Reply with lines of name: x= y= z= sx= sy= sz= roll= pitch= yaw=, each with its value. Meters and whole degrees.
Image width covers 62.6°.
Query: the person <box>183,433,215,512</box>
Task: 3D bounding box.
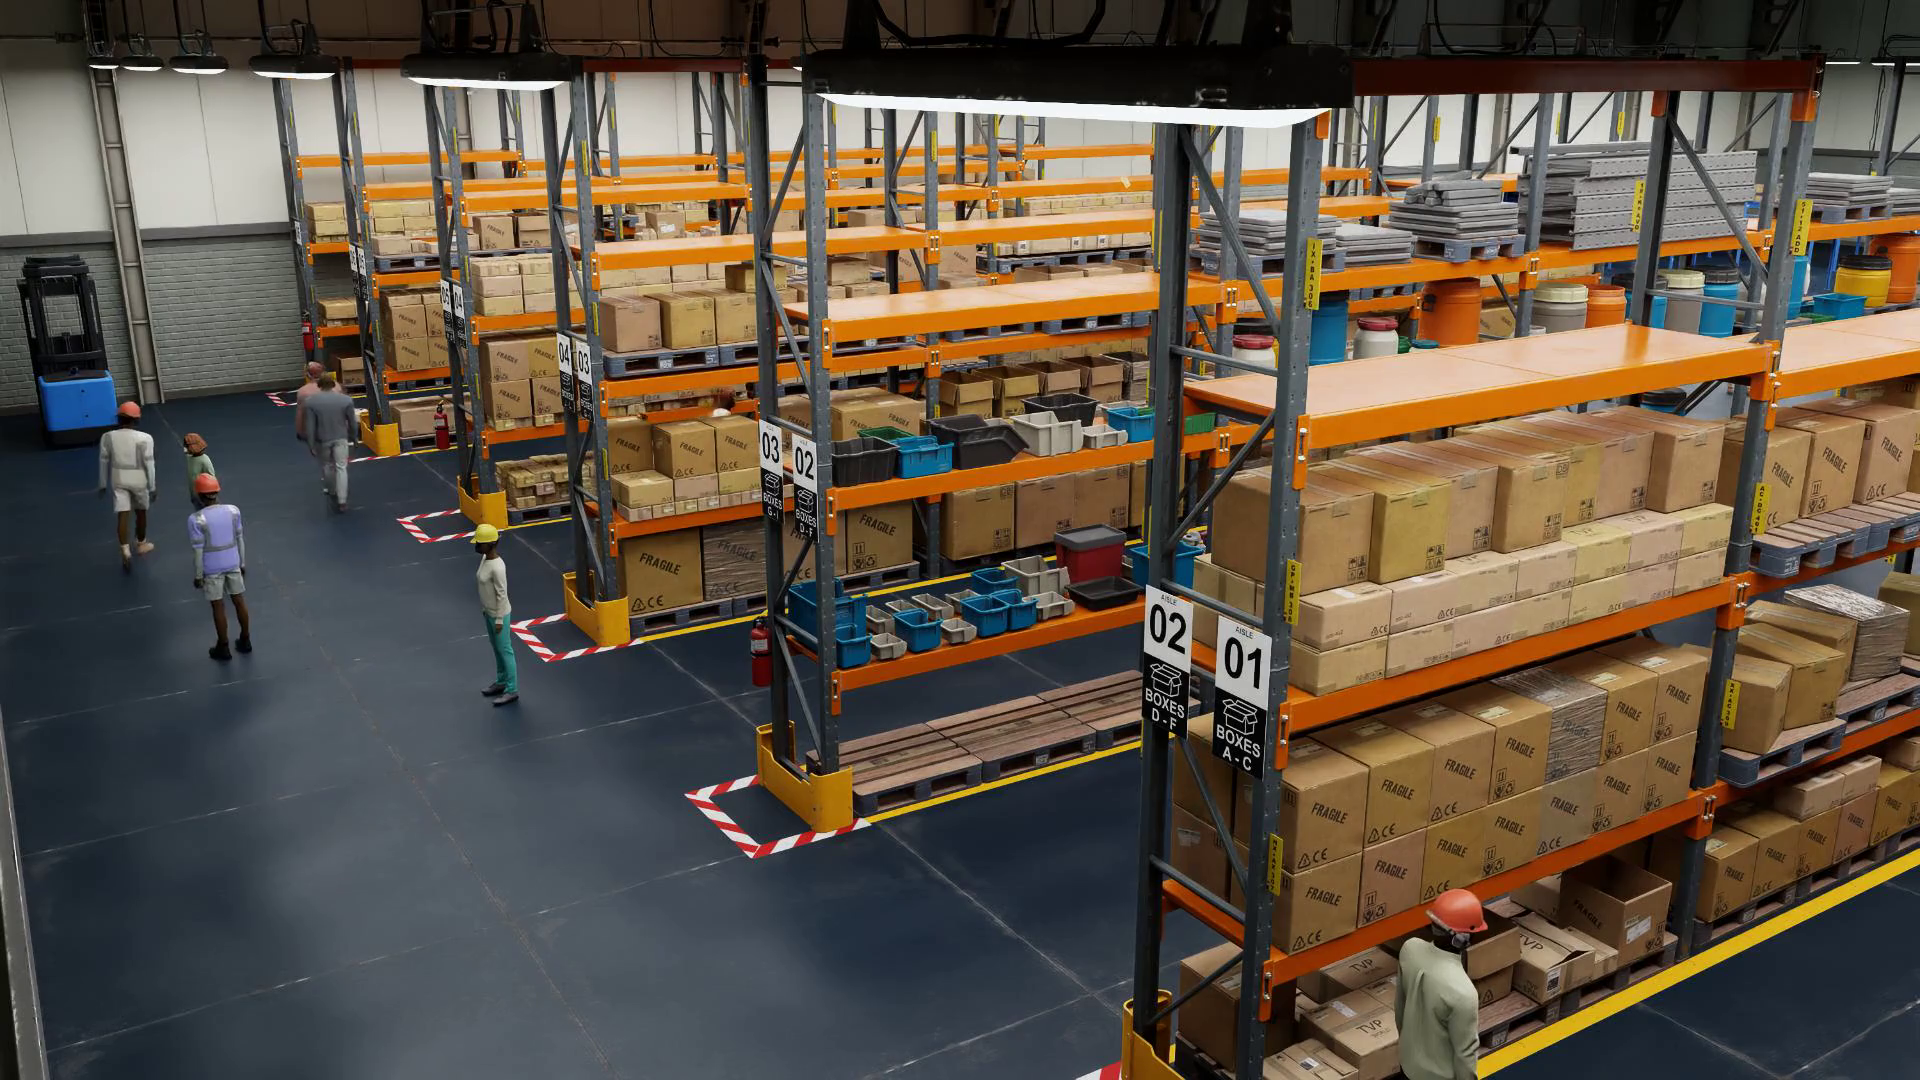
person: x=-9.274 y=-0.513 z=19.325 sx=0.507 sy=1.632 sz=0.267 roll=12 pitch=21 yaw=35

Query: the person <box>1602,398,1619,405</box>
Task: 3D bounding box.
person: x=11.835 y=-3.368 z=28.213 sx=0.580 sy=1.908 sz=0.831 roll=-3 pitch=17 yaw=-8

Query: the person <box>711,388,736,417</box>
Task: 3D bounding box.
person: x=-2.982 y=-1.106 z=20.917 sx=0.896 sy=1.845 sz=0.591 roll=-10 pitch=20 yaw=-30

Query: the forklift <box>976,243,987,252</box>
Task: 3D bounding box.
forklift: x=0.988 y=-5.474 z=34.718 sx=1.214 sy=2.155 sz=2.313 roll=-10 pitch=20 yaw=-31

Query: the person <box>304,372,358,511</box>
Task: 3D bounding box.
person: x=-8.642 y=-1.387 z=21.773 sx=0.654 sy=1.880 sz=1.037 roll=-7 pitch=18 yaw=-22

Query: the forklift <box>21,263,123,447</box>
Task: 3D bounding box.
forklift: x=-14.518 y=-3.079 z=25.708 sx=1.129 sy=2.768 sz=1.873 roll=-10 pitch=20 yaw=-31

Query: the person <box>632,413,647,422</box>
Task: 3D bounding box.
person: x=-3.889 y=-0.642 z=19.381 sx=0.598 sy=1.849 sz=0.525 roll=-9 pitch=19 yaw=-27

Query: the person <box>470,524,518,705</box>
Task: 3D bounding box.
person: x=-4.472 y=0.696 z=15.138 sx=0.309 sy=1.769 sz=0.525 roll=-10 pitch=20 yaw=-31

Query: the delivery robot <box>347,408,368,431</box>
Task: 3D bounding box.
delivery robot: x=-10.056 y=-1.996 z=25.917 sx=0.477 sy=0.478 sz=0.707 roll=12 pitch=20 yaw=34

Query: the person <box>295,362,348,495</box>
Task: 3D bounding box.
person: x=-9.155 y=-1.615 z=22.528 sx=0.885 sy=1.870 sz=0.674 roll=15 pitch=23 yaw=41

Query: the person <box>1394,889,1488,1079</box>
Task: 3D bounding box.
person: x=2.469 y=2.713 z=8.146 sx=0.389 sy=1.990 sz=0.610 roll=-6 pitch=18 yaw=-18

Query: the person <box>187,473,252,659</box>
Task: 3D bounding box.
person: x=-7.660 y=0.261 z=16.292 sx=0.394 sy=1.932 sz=0.562 roll=13 pitch=21 yaw=36

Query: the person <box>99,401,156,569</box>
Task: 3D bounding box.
person: x=-10.183 y=-0.681 z=19.292 sx=0.686 sy=1.992 sz=1.008 roll=-3 pitch=17 yaw=-9

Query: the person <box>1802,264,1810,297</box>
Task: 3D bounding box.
person: x=18.803 y=-5.620 z=35.623 sx=0.638 sy=1.903 sz=0.408 roll=13 pitch=21 yaw=37

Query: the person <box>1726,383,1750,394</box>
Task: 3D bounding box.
person: x=14.531 y=-3.658 z=29.125 sx=0.633 sy=1.936 sz=0.353 roll=4 pitch=17 yaw=13

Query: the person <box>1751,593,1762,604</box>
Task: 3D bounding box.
person: x=8.590 y=0.075 z=17.182 sx=0.448 sy=1.756 sz=0.540 roll=-14 pitch=22 yaw=-37
